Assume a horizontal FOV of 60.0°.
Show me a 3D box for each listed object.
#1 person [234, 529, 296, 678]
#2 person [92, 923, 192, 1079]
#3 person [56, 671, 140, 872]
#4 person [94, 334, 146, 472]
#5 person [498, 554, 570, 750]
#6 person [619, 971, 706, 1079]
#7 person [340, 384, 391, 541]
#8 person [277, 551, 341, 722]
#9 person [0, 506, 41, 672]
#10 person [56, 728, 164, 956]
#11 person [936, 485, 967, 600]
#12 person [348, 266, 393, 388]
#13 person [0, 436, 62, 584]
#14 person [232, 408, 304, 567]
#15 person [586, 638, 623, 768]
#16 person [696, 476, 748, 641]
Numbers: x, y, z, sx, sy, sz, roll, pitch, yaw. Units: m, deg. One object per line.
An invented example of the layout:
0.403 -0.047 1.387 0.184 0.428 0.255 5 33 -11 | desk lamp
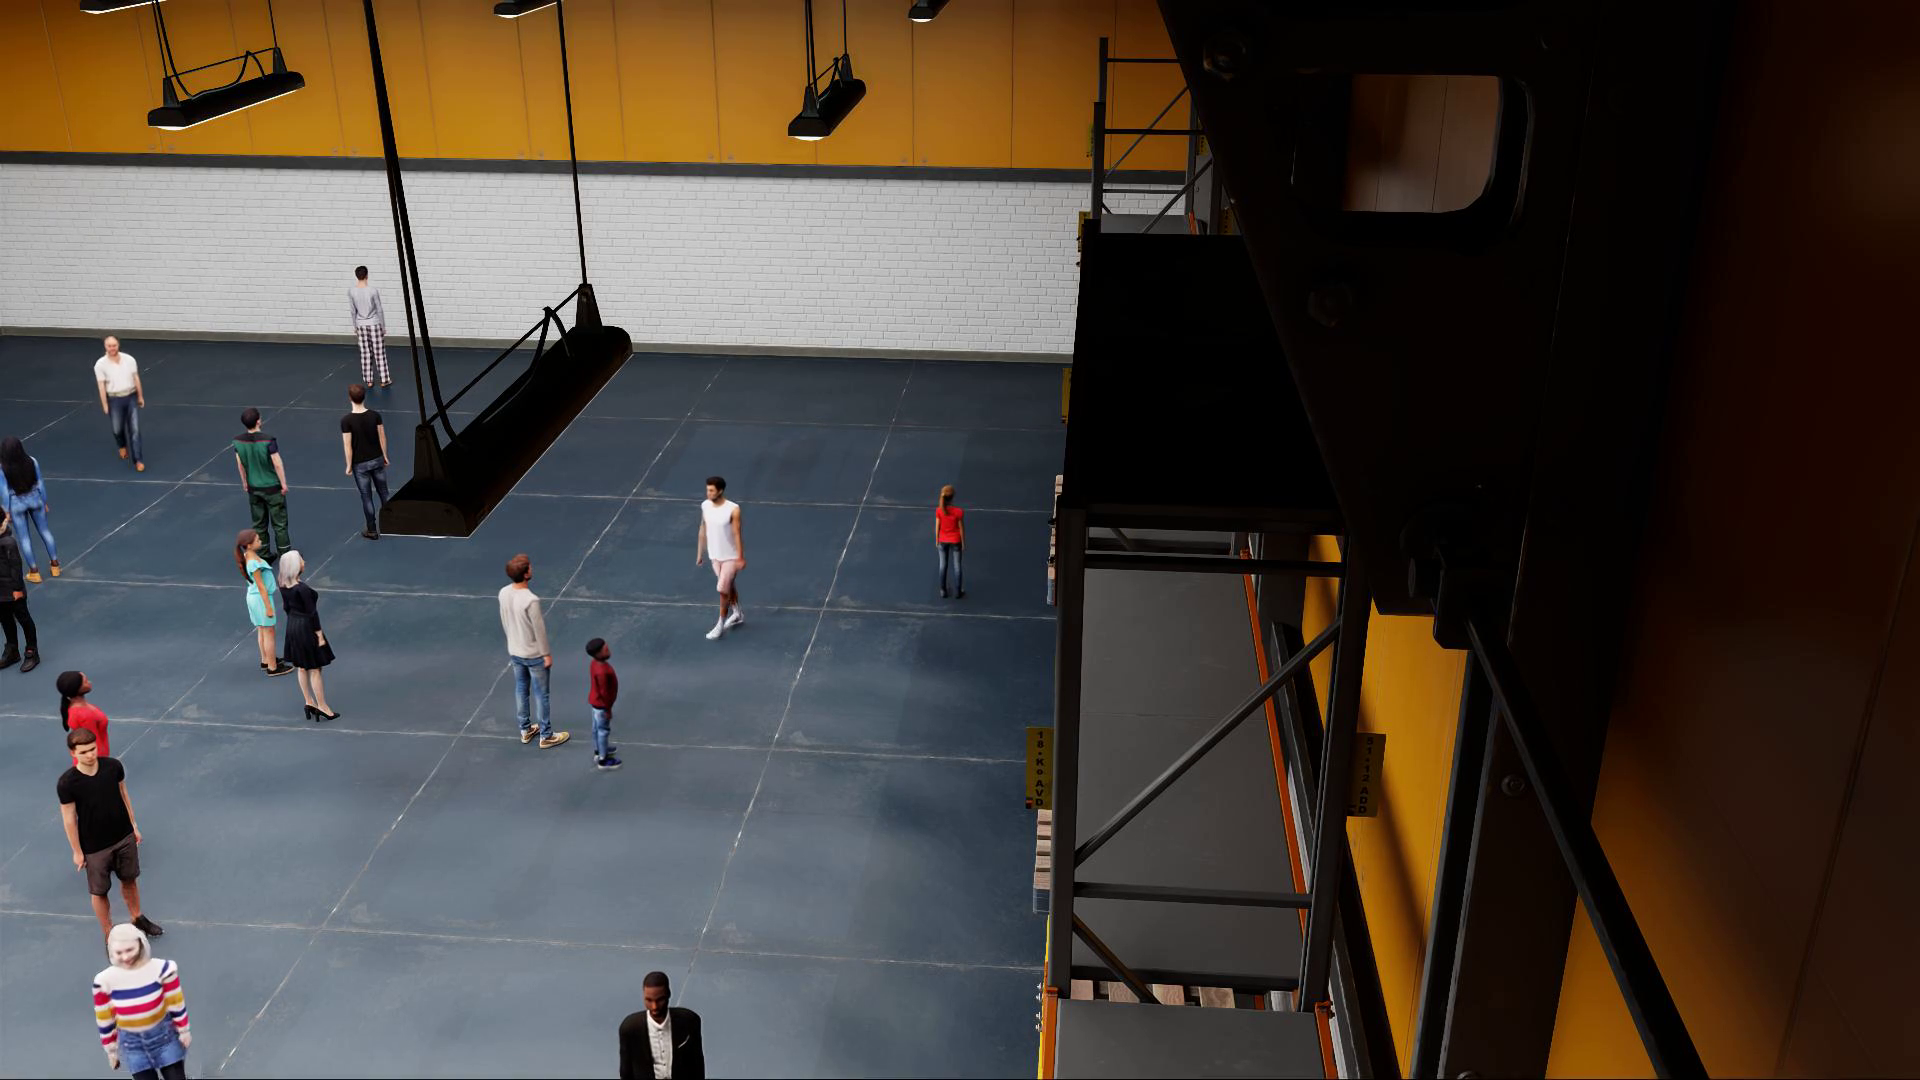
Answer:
-7.004 0.610 16.664 0.710 1.558 0.648 -17 29 -34 | person
-5.144 3.139 10.575 0.797 1.801 0.853 -8 25 -17 | person
-7.054 1.865 13.514 0.797 1.783 0.742 -19 30 -37 | person
-11.050 -1.854 21.950 0.943 1.839 1.036 -14 27 -30 | person
-3.969 1.019 15.295 0.751 1.905 0.741 14 27 29 | person
-1.787 3.370 10.049 0.721 1.800 0.676 -5 24 -12 | person
-7.035 -0.932 19.770 0.754 1.896 0.798 -16 29 -33 | person
-6.196 0.902 15.761 0.691 1.747 0.711 15 28 30 | person
-9.625 0.446 16.761 0.657 1.781 0.648 6 24 13 | person
-6.460 2.237 12.565 0.823 1.862 0.712 17 29 33 | person
-0.111 0.020 18.323 0.499 1.310 0.501 5 24 11 | person
-8.909 -3.223 25.072 0.653 1.847 0.566 -1 24 -2 | person
-10.479 -0.357 18.686 0.734 1.711 0.654 22 32 40 | person
-7.952 -0.605 19.016 0.672 1.901 0.560 3 24 6 | person
-3.261 1.459 15.104 0.631 1.252 0.537 -9 25 -19 | person
-2.413 0.132 17.506 0.927 1.760 1.045 17 29 33 | person
